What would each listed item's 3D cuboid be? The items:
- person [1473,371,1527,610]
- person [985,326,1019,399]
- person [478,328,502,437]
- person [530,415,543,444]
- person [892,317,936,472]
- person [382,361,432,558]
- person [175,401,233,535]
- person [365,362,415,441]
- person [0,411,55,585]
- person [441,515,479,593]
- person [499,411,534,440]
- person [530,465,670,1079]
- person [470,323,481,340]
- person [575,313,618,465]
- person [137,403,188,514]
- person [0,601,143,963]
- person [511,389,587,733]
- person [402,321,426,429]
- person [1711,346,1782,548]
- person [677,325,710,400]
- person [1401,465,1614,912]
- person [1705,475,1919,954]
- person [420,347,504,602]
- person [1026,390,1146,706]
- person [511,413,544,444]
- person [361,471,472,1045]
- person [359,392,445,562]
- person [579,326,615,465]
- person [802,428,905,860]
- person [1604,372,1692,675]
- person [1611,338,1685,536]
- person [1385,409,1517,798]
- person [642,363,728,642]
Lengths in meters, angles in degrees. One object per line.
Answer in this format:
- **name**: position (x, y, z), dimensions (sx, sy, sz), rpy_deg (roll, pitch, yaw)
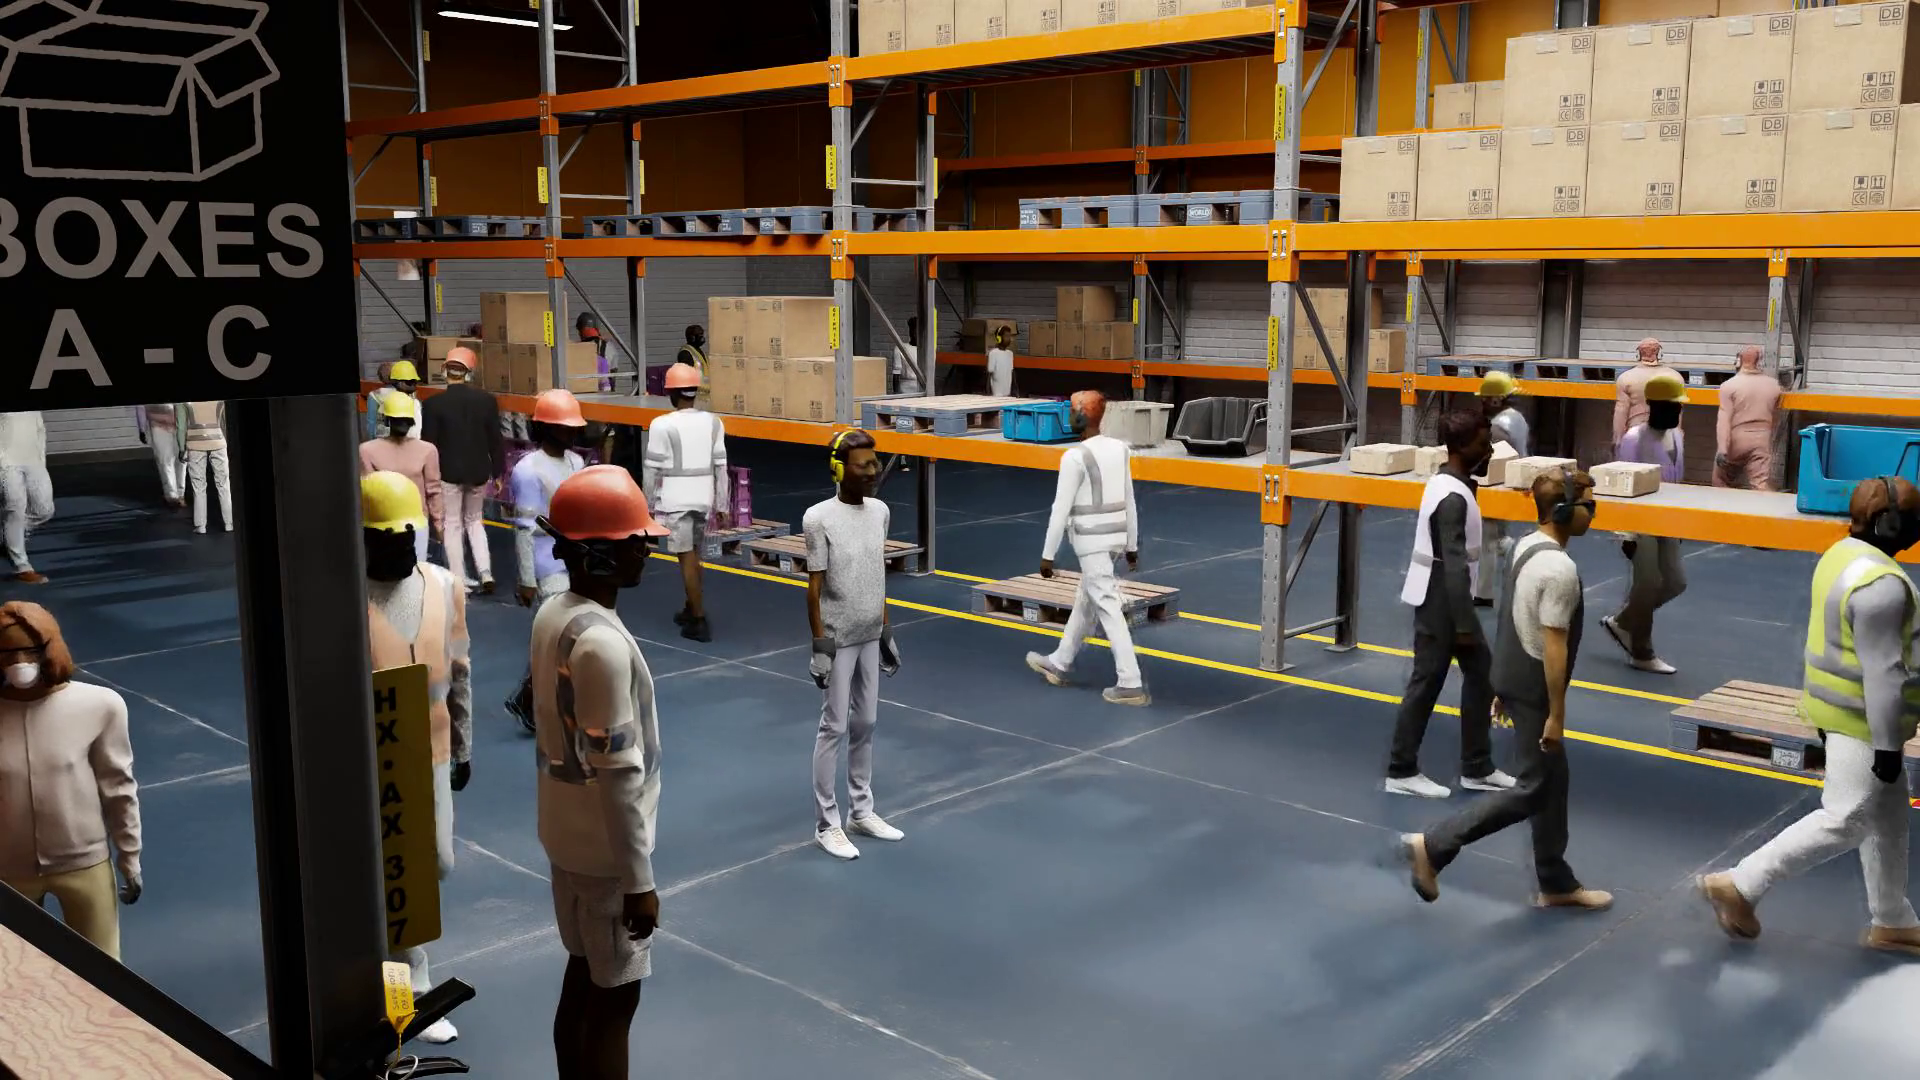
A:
- **person**: position (4.062, -0.351, 12.364), dimensions (0.589, 1.812, 0.587), rpy_deg (6, 11, 33)
- **person**: position (0.539, -1.910, 21.909), dimensions (0.967, 1.827, 0.538), rpy_deg (6, 11, 34)
- **person**: position (-5.977, -1.768, 20.900), dimensions (0.617, 1.881, 0.967), rpy_deg (-6, 11, -34)
- **person**: position (-5.184, -1.805, 20.745), dimensions (0.609, 1.986, 0.391), rpy_deg (1, 9, 6)
- **person**: position (-0.565, -1.840, 21.037), dimensions (0.612, 1.957, 0.377), rpy_deg (-4, 10, -25)
- **person**: position (-4.820, -0.677, 14.501), dimensions (0.331, 1.767, 0.527), rpy_deg (2, 9, 12)
- **person**: position (-7.277, -0.867, 16.061), dimensions (0.522, 1.636, 0.311), rpy_deg (-6, 11, -32)
- **person**: position (-5.726, -0.978, 16.795), dimensions (0.373, 1.622, 0.513), rpy_deg (8, 12, 41)
- **person**: position (-7.686, -0.592, 13.496), dimensions (0.499, 1.923, 0.638), rpy_deg (3, 10, 17)
- **person**: position (-3.982, -0.399, 13.208), dimensions (0.264, 1.632, 0.507), rpy_deg (0, 9, -1)
- **person**: position (-5.488, -1.677, 20.322), dimensions (0.586, 1.864, 0.495), rpy_deg (-5, 11, -29)
- **person**: position (-0.952, 0.813, 4.522), dimensions (0.370, 2.044, 0.608), rpy_deg (-5, 10, -28)
- **person**: position (-6.361, -1.912, 21.809), dimensions (0.942, 1.864, 0.665), rpy_deg (-2, 10, -13)
- **person**: position (-4.573, -1.771, 20.369), dimensions (0.536, 2.000, 0.740), rpy_deg (7, 12, 38)
- **person**: position (-8.307, -1.189, 17.586), dimensions (0.645, 1.783, 0.990), rpy_deg (-7, 12, -37)
- **person**: position (-2.656, 0.971, 4.839), dimensions (0.505, 1.626, 0.280), rpy_deg (-4, 10, -25)
- **person**: position (-2.168, 0.138, 9.050), dimensions (0.392, 1.923, 0.541), rpy_deg (3, 10, 19)
- **person**: position (-7.669, -2.139, 23.298), dimensions (0.541, 1.843, 0.765), rpy_deg (5, 11, 29)
- **person**: position (7.272, -0.876, 15.483), dimensions (0.643, 1.842, 1.079), rpy_deg (-1, 9, -4)
- **person**: position (-3.404, -1.851, 21.472), dimensions (0.430, 1.845, 0.620), rpy_deg (1, 9, 8)
- **person**: position (2.184, 0.606, 6.522), dimensions (0.787, 1.821, 0.514), rpy_deg (0, 9, 3)
- **person**: position (3.284, 0.656, 6.164), dimensions (0.838, 1.817, 0.628), rpy_deg (3, 10, 19)
- **person**: position (-3.829, -0.490, 12.760), dimensions (0.633, 1.961, 0.422), rpy_deg (-8, 12, -39)
- **person**: position (0.752, 0.036, 9.890), dimensions (0.960, 1.838, 0.606), rpy_deg (7, 12, 39)
- **person**: position (-6.083, -1.989, 23.093), dimensions (0.876, 1.591, 0.529), rpy_deg (4, 10, 25)
- **person**: position (-1.948, 0.698, 5.637), dimensions (0.711, 1.910, 0.590), rpy_deg (8, 12, 41)
- **person**: position (-3.703, -0.109, 11.062), dimensions (0.544, 1.750, 0.373), rpy_deg (-5, 10, -27)
- **person**: position (-4.224, -1.517, 19.268), dimensions (0.604, 1.899, 0.413), rpy_deg (7, 12, 37)
- **person**: position (-0.463, 0.444, 7.304), dimensions (0.328, 1.875, 0.513), rpy_deg (7, 12, 38)
- **person**: position (4.387, -0.113, 10.575), dimensions (0.604, 1.916, 0.454), rpy_deg (-7, 12, -36)
- **person**: position (6.539, -0.969, 15.882), dimensions (0.642, 1.905, 0.401), rpy_deg (0, 9, 2)
- **person**: position (2.443, 0.326, 7.944), dimensions (0.796, 1.889, 0.632), rpy_deg (3, 10, 18)
- **person**: position (-1.957, -0.270, 11.572), dimensions (0.551, 1.909, 0.762), rpy_deg (-8, 12, -41)
